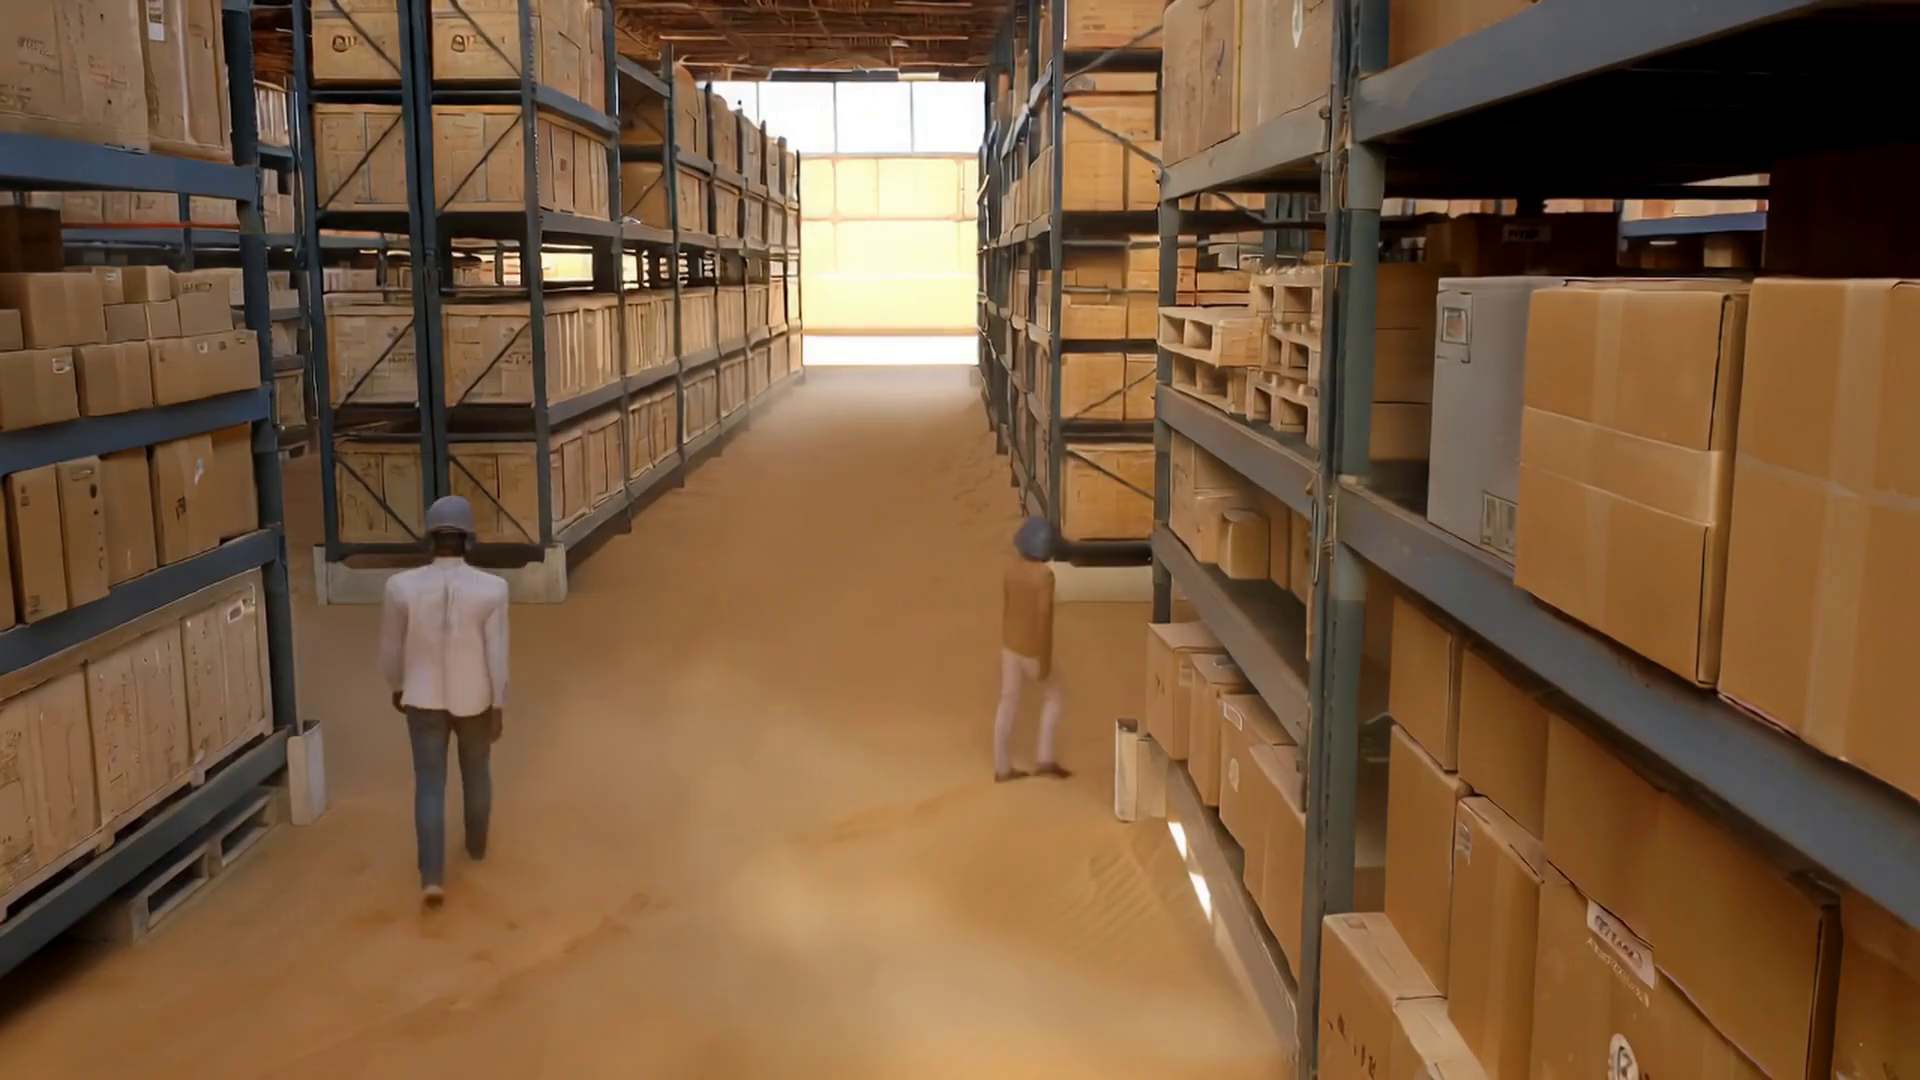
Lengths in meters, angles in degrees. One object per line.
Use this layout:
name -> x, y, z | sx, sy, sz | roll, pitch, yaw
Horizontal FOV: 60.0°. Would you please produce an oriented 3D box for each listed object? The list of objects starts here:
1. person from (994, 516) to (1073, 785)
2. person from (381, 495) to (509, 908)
person -> 0.454, 0.648, 9.769 | 0.605, 1.600, 0.535 | -6, 11, -31
person -> -2.482, 0.760, 8.076 | 0.602, 1.955, 1.022 | -3, 10, -16
